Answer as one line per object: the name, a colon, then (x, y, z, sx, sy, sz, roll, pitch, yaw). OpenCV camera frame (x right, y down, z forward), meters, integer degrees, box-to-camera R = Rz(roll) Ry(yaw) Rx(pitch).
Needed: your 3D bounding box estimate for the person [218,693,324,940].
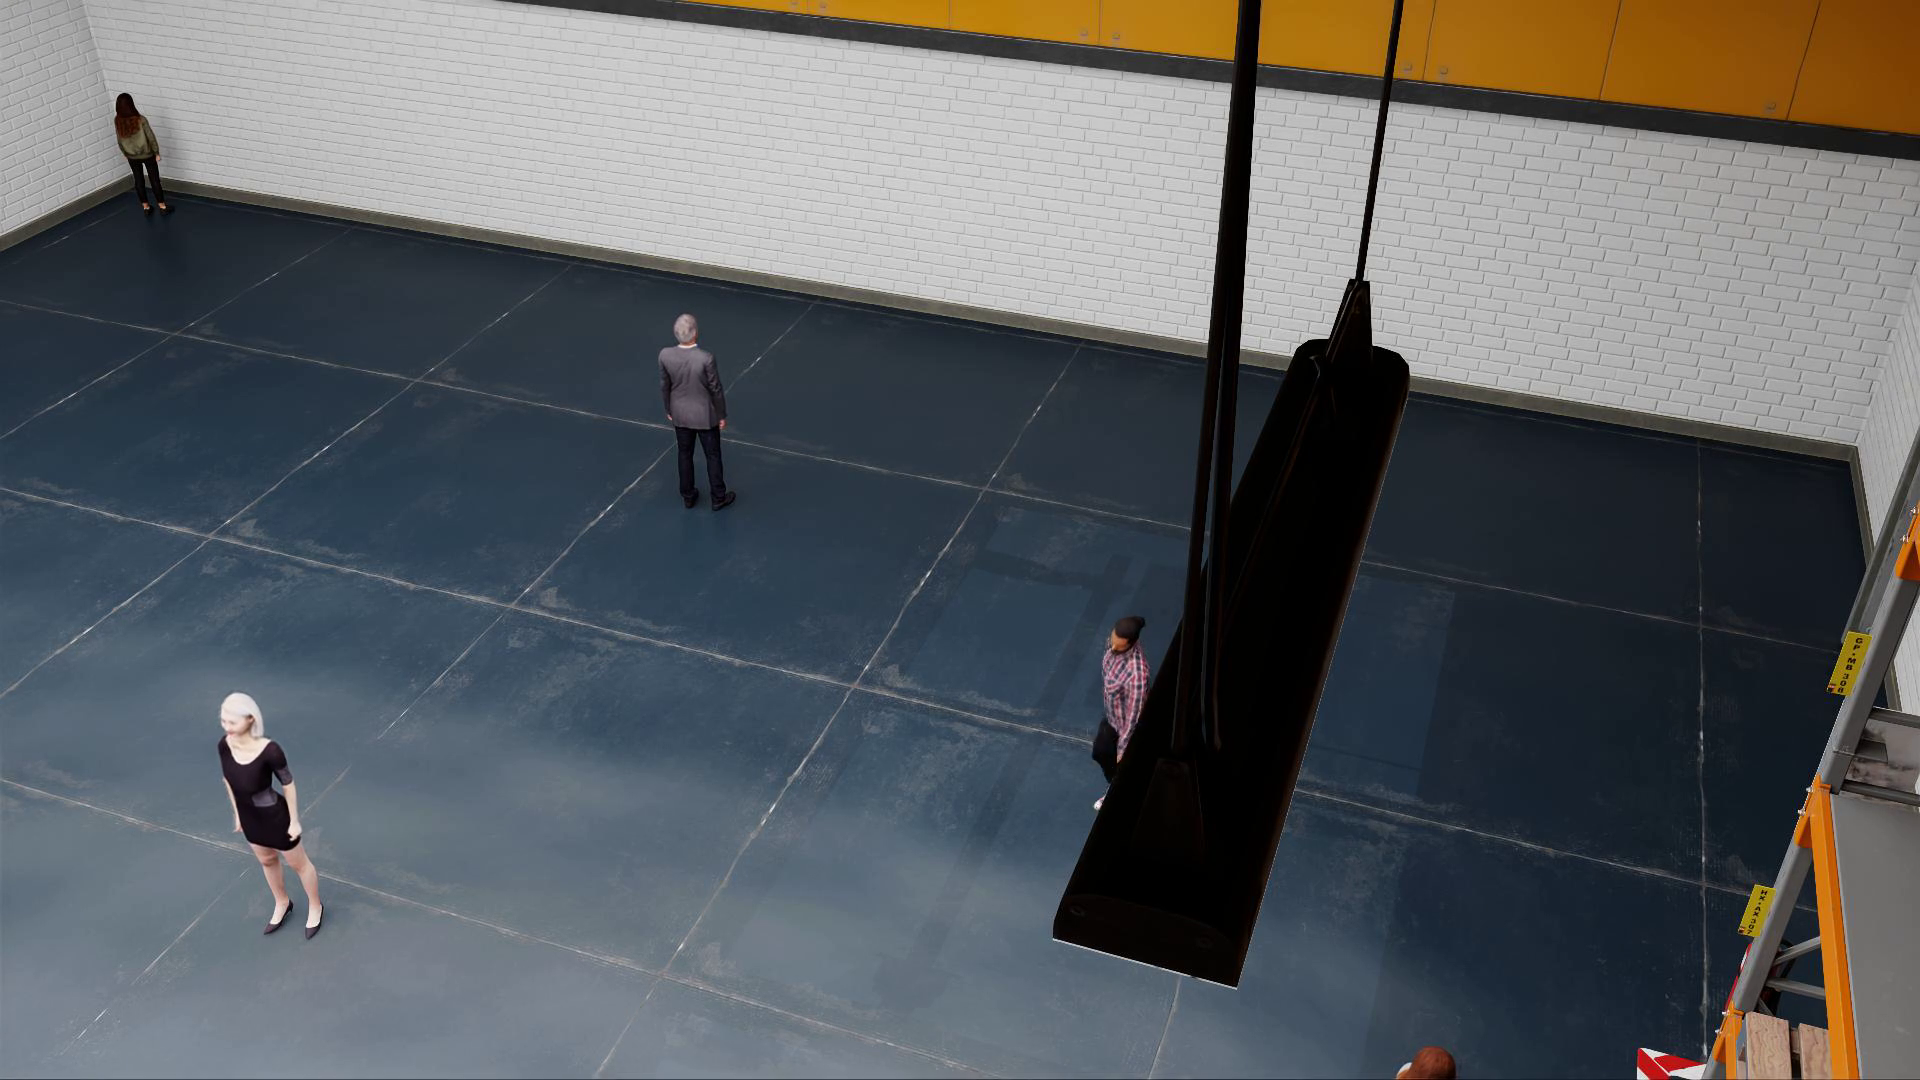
person: (-4.169, 1.665, 10.020, 0.597, 1.829, 0.536, 7, 34, 10)

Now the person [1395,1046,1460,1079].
person: (2.151, 3.047, 8.055, 0.740, 1.702, 0.584, -1, 34, -1)

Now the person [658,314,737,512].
person: (-2.249, -1.092, 14.155, 0.737, 1.843, 0.640, 7, 34, 10)

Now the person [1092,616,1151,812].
person: (1.132, 1.140, 10.903, 0.909, 1.725, 0.843, -6, 34, -9)

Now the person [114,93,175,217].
person: (-9.724, -4.577, 19.730, 0.655, 1.475, 0.636, -2, 34, -3)
